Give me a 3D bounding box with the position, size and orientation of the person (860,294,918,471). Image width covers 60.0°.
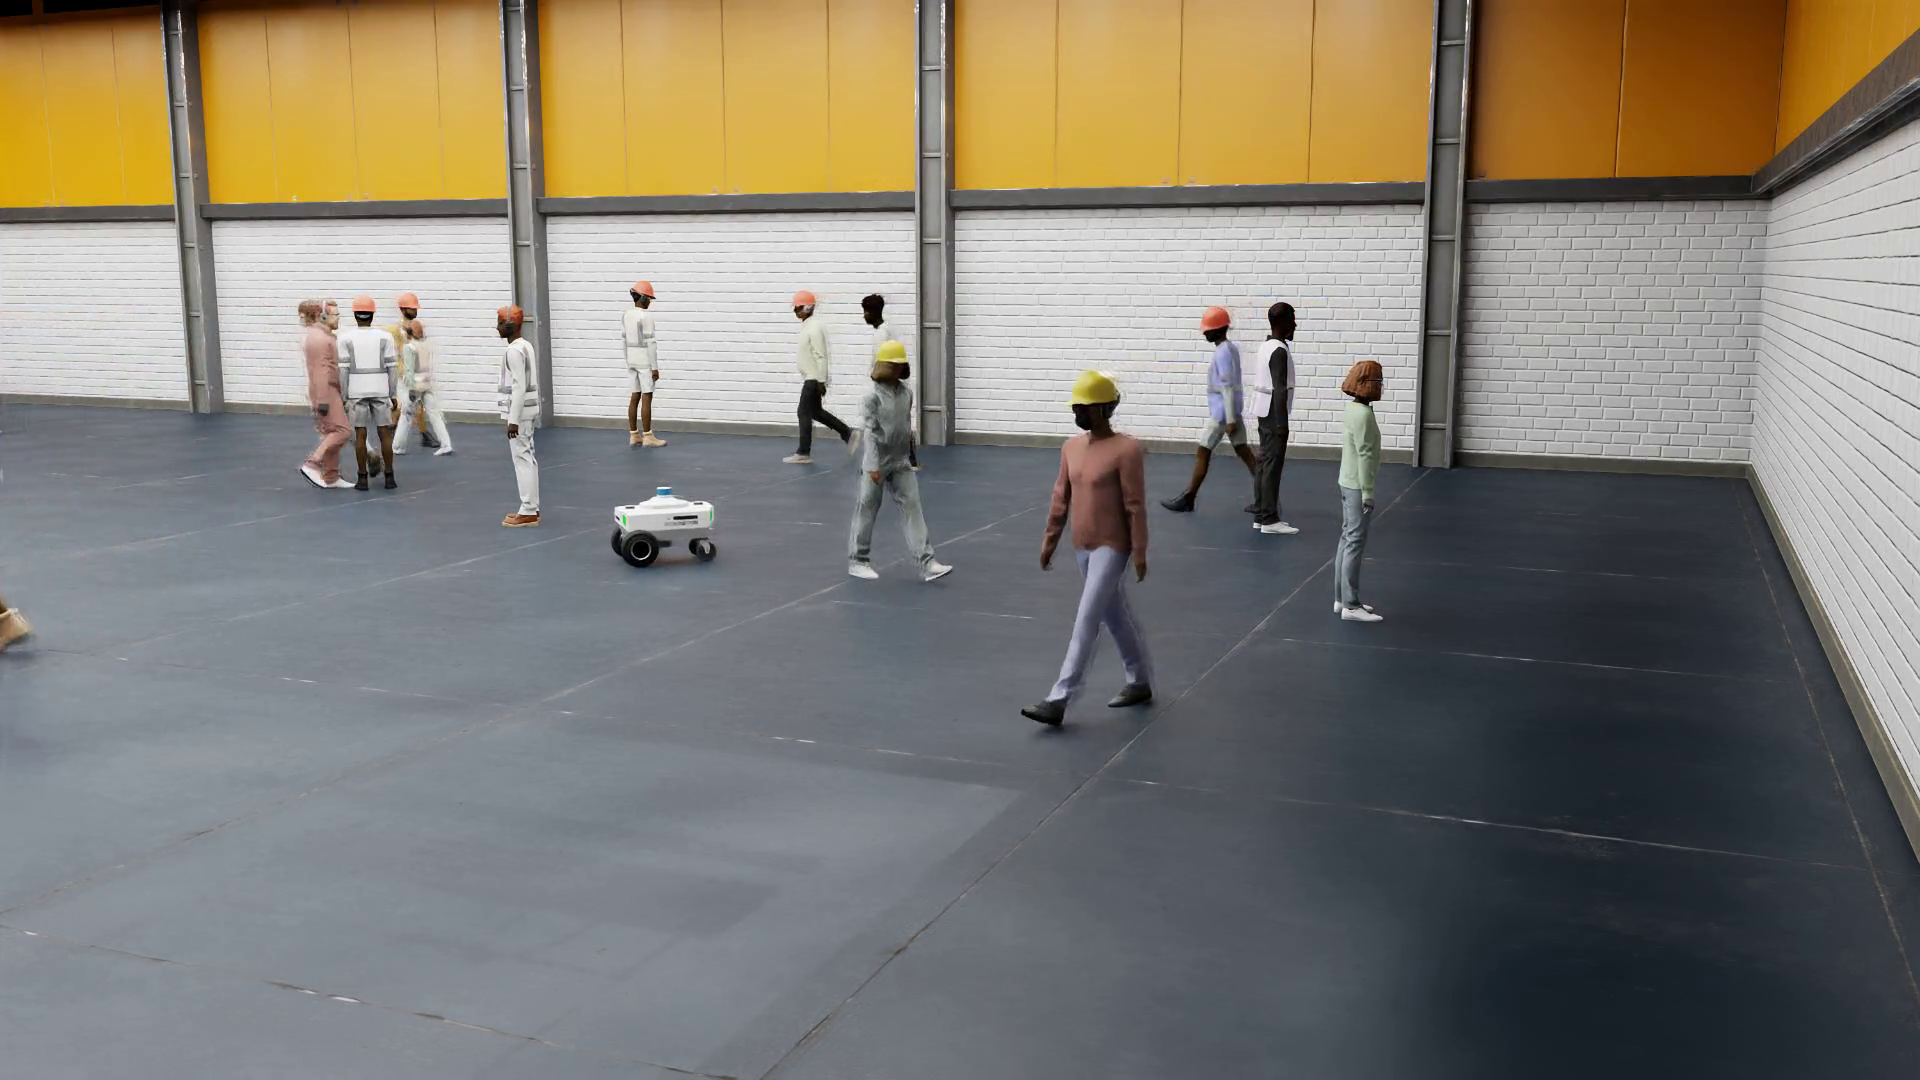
[{"bbox_3d":[-0.778,-1.678,17.885,0.710,1.909,0.631,0,9,-1],"label":"person"}]

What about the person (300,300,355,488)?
[{"bbox_3d":[-6.246,-1.423,16.440,0.442,1.892,0.643,-3,10,-19],"label":"person"}]

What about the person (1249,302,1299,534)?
[{"bbox_3d":[2.619,-1.014,13.865,0.391,1.917,0.588,0,9,-2],"label":"person"}]

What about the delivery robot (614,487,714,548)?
[{"bbox_3d":[-2.214,-0.155,12.477,0.707,0.478,0.477,-3,10,-21],"label":"delivery robot"}]

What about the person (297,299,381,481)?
[{"bbox_3d":[-6.300,-1.490,16.840,0.709,1.895,0.688,2,10,12],"label":"person"}]

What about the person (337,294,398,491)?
[{"bbox_3d":[-5.867,-1.458,16.488,0.552,1.935,0.373,-4,10,-25],"label":"person"}]

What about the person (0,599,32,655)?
[{"bbox_3d":[-5.675,-0.308,9.367,0.566,1.989,0.629,-3,10,-20],"label":"person"}]

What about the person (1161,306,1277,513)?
[{"bbox_3d":[2.373,-1.152,14.878,1.036,1.868,0.563,4,10,21],"label":"person"}]

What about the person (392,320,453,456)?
[{"bbox_3d":[-6.336,-1.771,19.428,0.878,1.588,0.538,3,10,15],"label":"person"}]

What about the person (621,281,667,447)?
[{"bbox_3d":[-3.882,-2.150,20.396,0.605,2.034,0.387,9,13,43],"label":"person"}]

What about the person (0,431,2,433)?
[{"bbox_3d":[-12.941,-2.196,21.858,0.514,1.641,0.308,0,9,2],"label":"person"}]

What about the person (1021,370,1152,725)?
[{"bbox_3d":[0.640,0.030,8.132,0.922,1.711,0.549,-7,12,-35],"label":"person"}]

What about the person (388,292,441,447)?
[{"bbox_3d":[-6.793,-2.092,20.461,0.941,1.903,0.553,4,10,23],"label":"person"}]

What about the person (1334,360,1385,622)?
[{"bbox_3d":[2.520,-0.311,10.460,0.277,1.633,0.507,1,9,3],"label":"person"}]

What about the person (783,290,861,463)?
[{"bbox_3d":[-1.569,-1.846,18.796,0.850,1.963,0.627,-2,10,-14],"label":"person"}]

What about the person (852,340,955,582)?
[{"bbox_3d":[-0.448,-0.534,11.622,0.497,1.698,0.865,-9,13,-42],"label":"person"}]

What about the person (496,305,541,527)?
[{"bbox_3d":[-3.767,-1.053,14.192,0.339,1.883,0.584,-1,9,-7],"label":"person"}]
